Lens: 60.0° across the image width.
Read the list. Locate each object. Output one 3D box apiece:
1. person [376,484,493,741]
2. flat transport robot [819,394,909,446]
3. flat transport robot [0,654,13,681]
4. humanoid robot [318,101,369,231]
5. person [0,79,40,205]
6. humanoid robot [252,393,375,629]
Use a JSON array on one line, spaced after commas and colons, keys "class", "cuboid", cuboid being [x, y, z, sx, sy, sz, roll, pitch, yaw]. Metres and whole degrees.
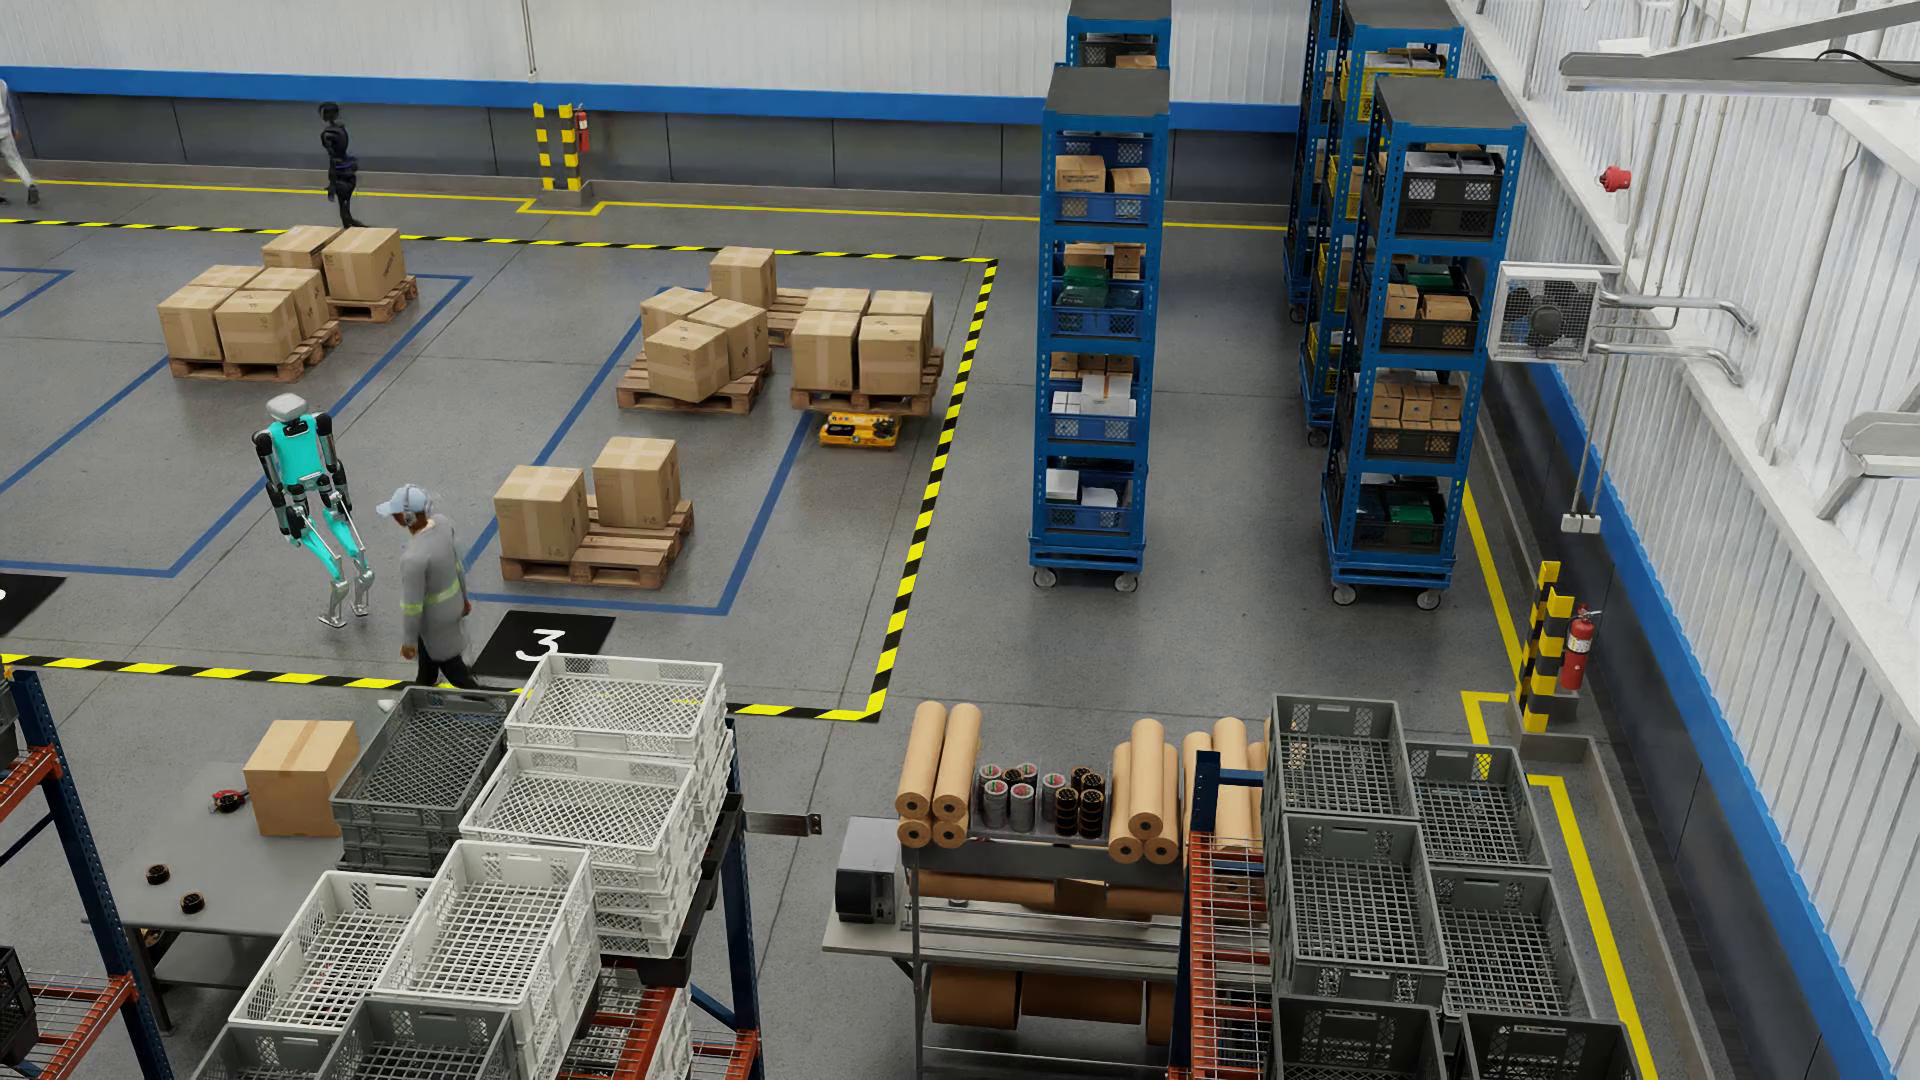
[{"class": "person", "cuboid": [-3.356, 0.469, 10.341, 0.868, 1.811, 0.615, 1, 30, 3]}, {"class": "flat transport robot", "cuboid": [-0.805, -1.249, 14.791, 0.652, 0.197, 1.431, 3, 30, 6]}, {"class": "flat transport robot", "cuboid": [-7.142, 0.969, 11.010, 1.431, 0.231, 0.659, 3, 30, 6]}, {"class": "humanoid robot", "cuboid": [-6.650, -3.969, 18.102, 0.600, 1.632, 0.591, -2, 30, -4]}, {"class": "person", "cuboid": [-11.186, -4.736, 19.270, 0.747, 1.810, 0.597, 19, 35, 29]}, {"class": "humanoid robot", "cuboid": [-4.314, -0.141, 11.318, 0.533, 1.681, 0.735, -26, 39, -37]}]
